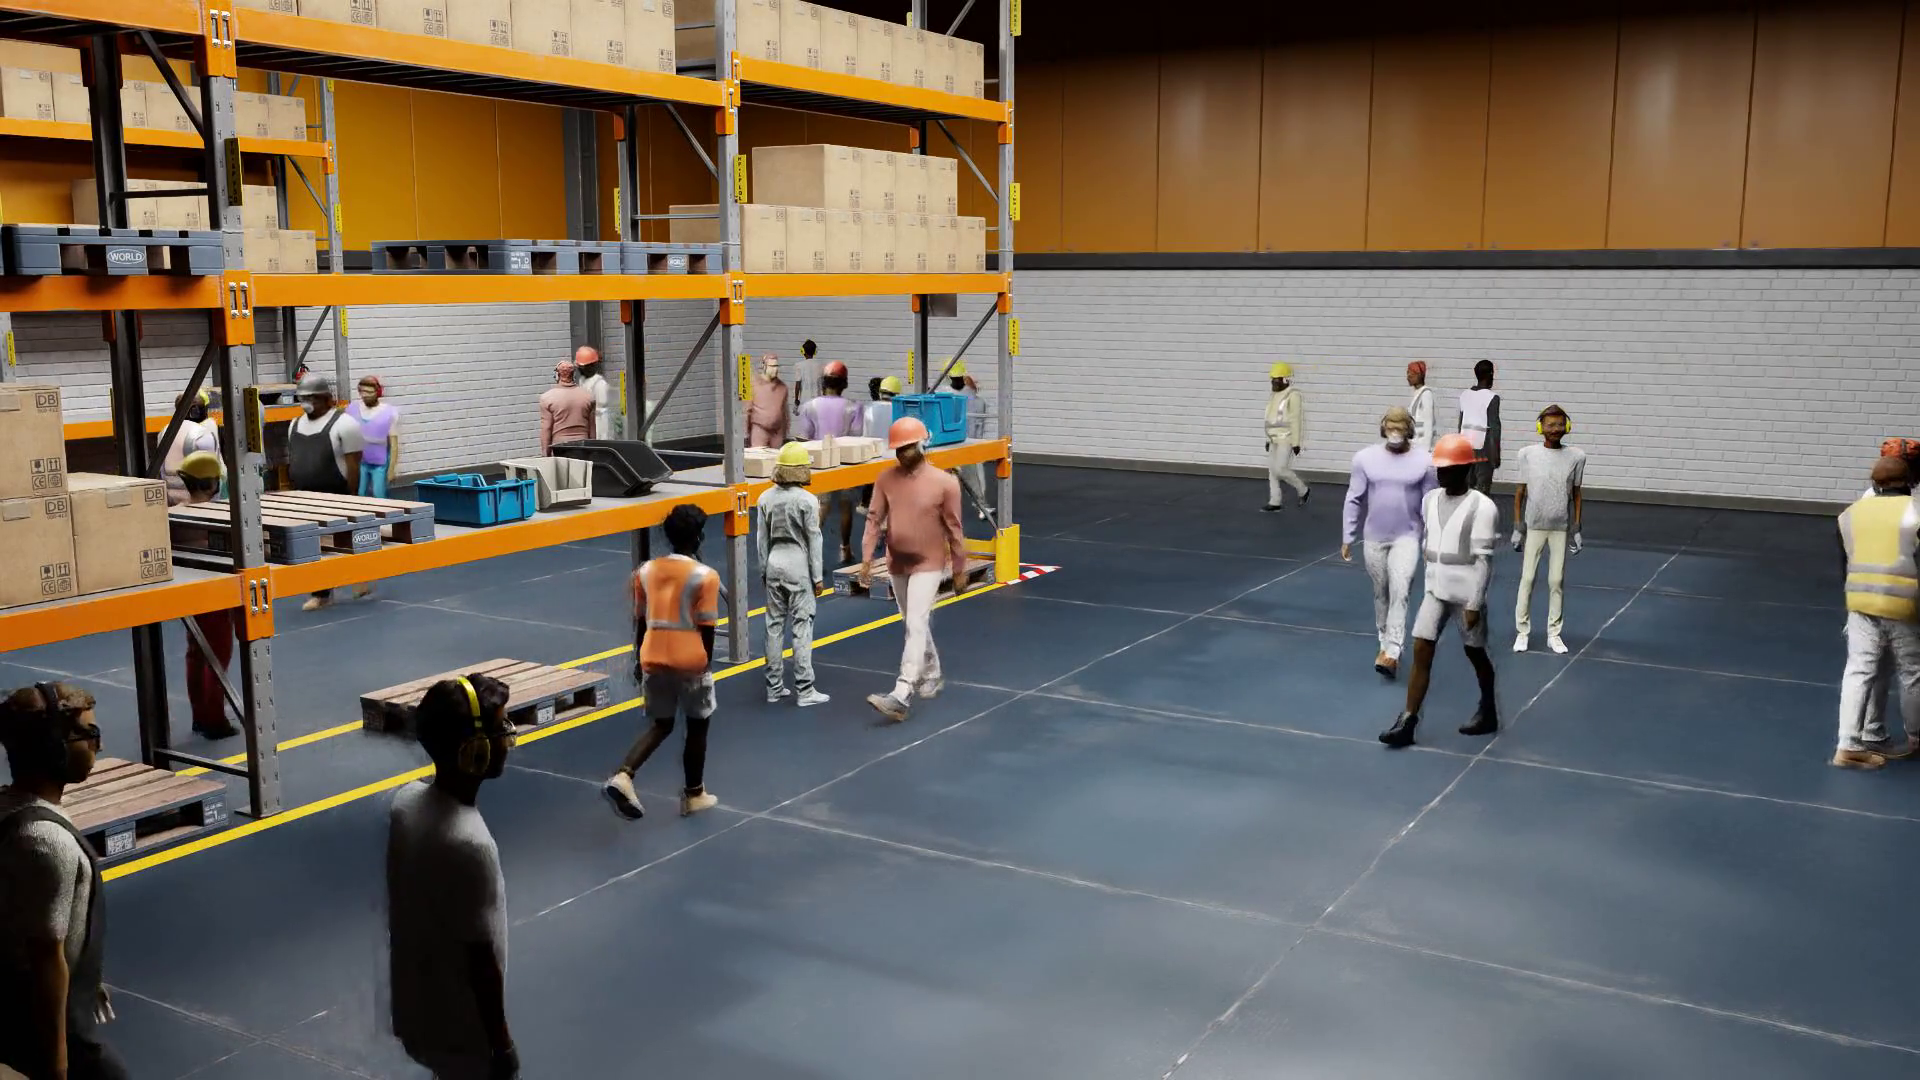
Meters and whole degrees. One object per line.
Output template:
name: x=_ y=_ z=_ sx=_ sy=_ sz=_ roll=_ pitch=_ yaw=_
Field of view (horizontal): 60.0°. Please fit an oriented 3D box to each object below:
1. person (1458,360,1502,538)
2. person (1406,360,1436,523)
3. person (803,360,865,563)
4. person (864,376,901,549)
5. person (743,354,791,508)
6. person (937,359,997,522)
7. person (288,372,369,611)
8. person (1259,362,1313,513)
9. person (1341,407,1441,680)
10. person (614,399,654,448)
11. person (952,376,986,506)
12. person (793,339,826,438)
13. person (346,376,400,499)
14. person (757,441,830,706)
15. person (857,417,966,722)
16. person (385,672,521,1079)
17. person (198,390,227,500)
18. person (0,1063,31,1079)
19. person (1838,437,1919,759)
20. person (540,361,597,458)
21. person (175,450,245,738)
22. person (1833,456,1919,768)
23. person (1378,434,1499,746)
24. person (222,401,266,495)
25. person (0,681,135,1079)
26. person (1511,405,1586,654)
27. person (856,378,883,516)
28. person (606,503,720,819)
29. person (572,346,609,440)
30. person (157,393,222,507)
person: x=5.580 y=-0.973 z=17.863 sx=0.383 sy=1.921 sz=0.597 roll=-4 pitch=10 yaw=-22
person: x=5.134 y=-1.097 z=18.804 sx=0.591 sy=1.863 sz=0.599 roll=2 pitch=9 yaw=11
person: x=-1.227 y=-0.727 z=16.053 sx=0.615 sy=2.010 sz=0.794 roll=2 pitch=9 yaw=13
person: x=-0.763 y=-0.812 z=17.315 sx=0.598 sy=1.789 sz=0.927 roll=2 pitch=9 yaw=13
person: x=-2.303 y=-1.269 z=19.788 sx=0.680 sy=1.891 sz=0.449 roll=-7 pitch=12 yaw=-39
person: x=0.021 y=-1.117 z=18.913 sx=0.611 sy=1.875 sz=0.959 roll=-7 pitch=11 yaw=-37
person: x=-5.368 y=-0.415 z=14.014 sx=0.695 sy=2.000 sz=0.602 roll=3 pitch=10 yaw=17
person: x=3.853 y=-1.209 z=19.686 sx=0.540 sy=1.809 sz=0.590 roll=-3 pitch=9 yaw=-15
person: x=3.019 y=0.021 z=11.732 sx=0.649 sy=1.892 sz=0.970 roll=5 pitch=10 yaw=27
person: x=-3.912 y=-1.177 z=20.100 sx=0.509 sy=1.614 sz=0.549 roll=2 pitch=9 yaw=13
person: x=0.060 y=-1.173 z=20.138 sx=0.503 sy=1.594 sz=0.830 roll=5 pitch=10 yaw=30
person: x=-2.220 y=-2.022 z=24.576 sx=0.530 sy=1.871 sz=0.323 roll=-5 pitch=10 yaw=-26
person: x=-5.915 y=-0.732 z=16.674 sx=0.598 sy=1.813 sz=0.626 roll=1 pitch=9 yaw=9
person: x=-1.103 y=0.218 z=10.984 sx=0.493 sy=1.742 sz=0.322 roll=5 pitch=11 yaw=30
person: x=-0.327 y=0.167 z=10.766 sx=0.603 sy=1.908 sz=1.095 roll=5 pitch=10 yaw=29
person: x=-1.307 y=1.250 z=4.206 sx=0.472 sy=1.853 sz=0.542 roll=-8 pitch=12 yaw=-40
person: x=-7.524 y=-0.644 z=16.473 sx=0.835 sy=1.701 sz=0.592 roll=-6 pitch=11 yaw=-35
person: x=-1.175 y=1.553 z=2.044 sx=0.372 sy=1.940 sz=0.632 roll=-4 pitch=10 yaw=-25
person: x=5.458 y=0.334 z=9.822 sx=0.337 sy=1.882 sz=0.584 roll=2 pitch=9 yaw=10
person: x=-4.230 y=-0.973 z=17.915 sx=0.642 sy=1.909 sz=0.408 roll=-7 pitch=12 yaw=-38
person: x=-4.625 y=0.327 z=10.242 sx=0.528 sy=1.769 sz=0.314 roll=6 pitch=11 yaw=32
person: x=5.428 y=0.415 z=9.653 sx=0.923 sy=1.779 sz=0.692 roll=-6 pitch=11 yaw=-33
person: x=2.970 y=0.303 z=10.026 sx=0.986 sy=1.886 sz=0.563 roll=-6 pitch=11 yaw=-34
person: x=-6.894 y=-0.686 z=16.027 sx=0.372 sy=1.938 sz=0.630 roll=0 pitch=9 yaw=-1
person: x=-2.295 y=1.245 z=4.394 sx=0.516 sy=1.791 sz=0.971 roll=7 pitch=12 yaw=38
person: x=4.402 y=-0.080 z=12.455 sx=0.520 sy=1.871 sz=0.326 roll=1 pitch=9 yaw=9
person: x=-0.915 y=-1.048 z=19.187 sx=0.529 sy=1.644 sz=0.907 roll=-5 pitch=10 yaw=-26
person: x=-1.522 y=0.653 z=8.544 sx=0.539 sy=1.666 sz=0.634 roll=5 pitch=10 yaw=29
person: x=-4.292 y=-1.330 z=19.896 sx=0.854 sy=1.997 sz=0.675 roll=-6 pitch=11 yaw=-34
person: x=-6.514 y=-0.342 z=14.178 sx=0.624 sy=1.845 sz=0.430 roll=5 pitch=10 yaw=28
